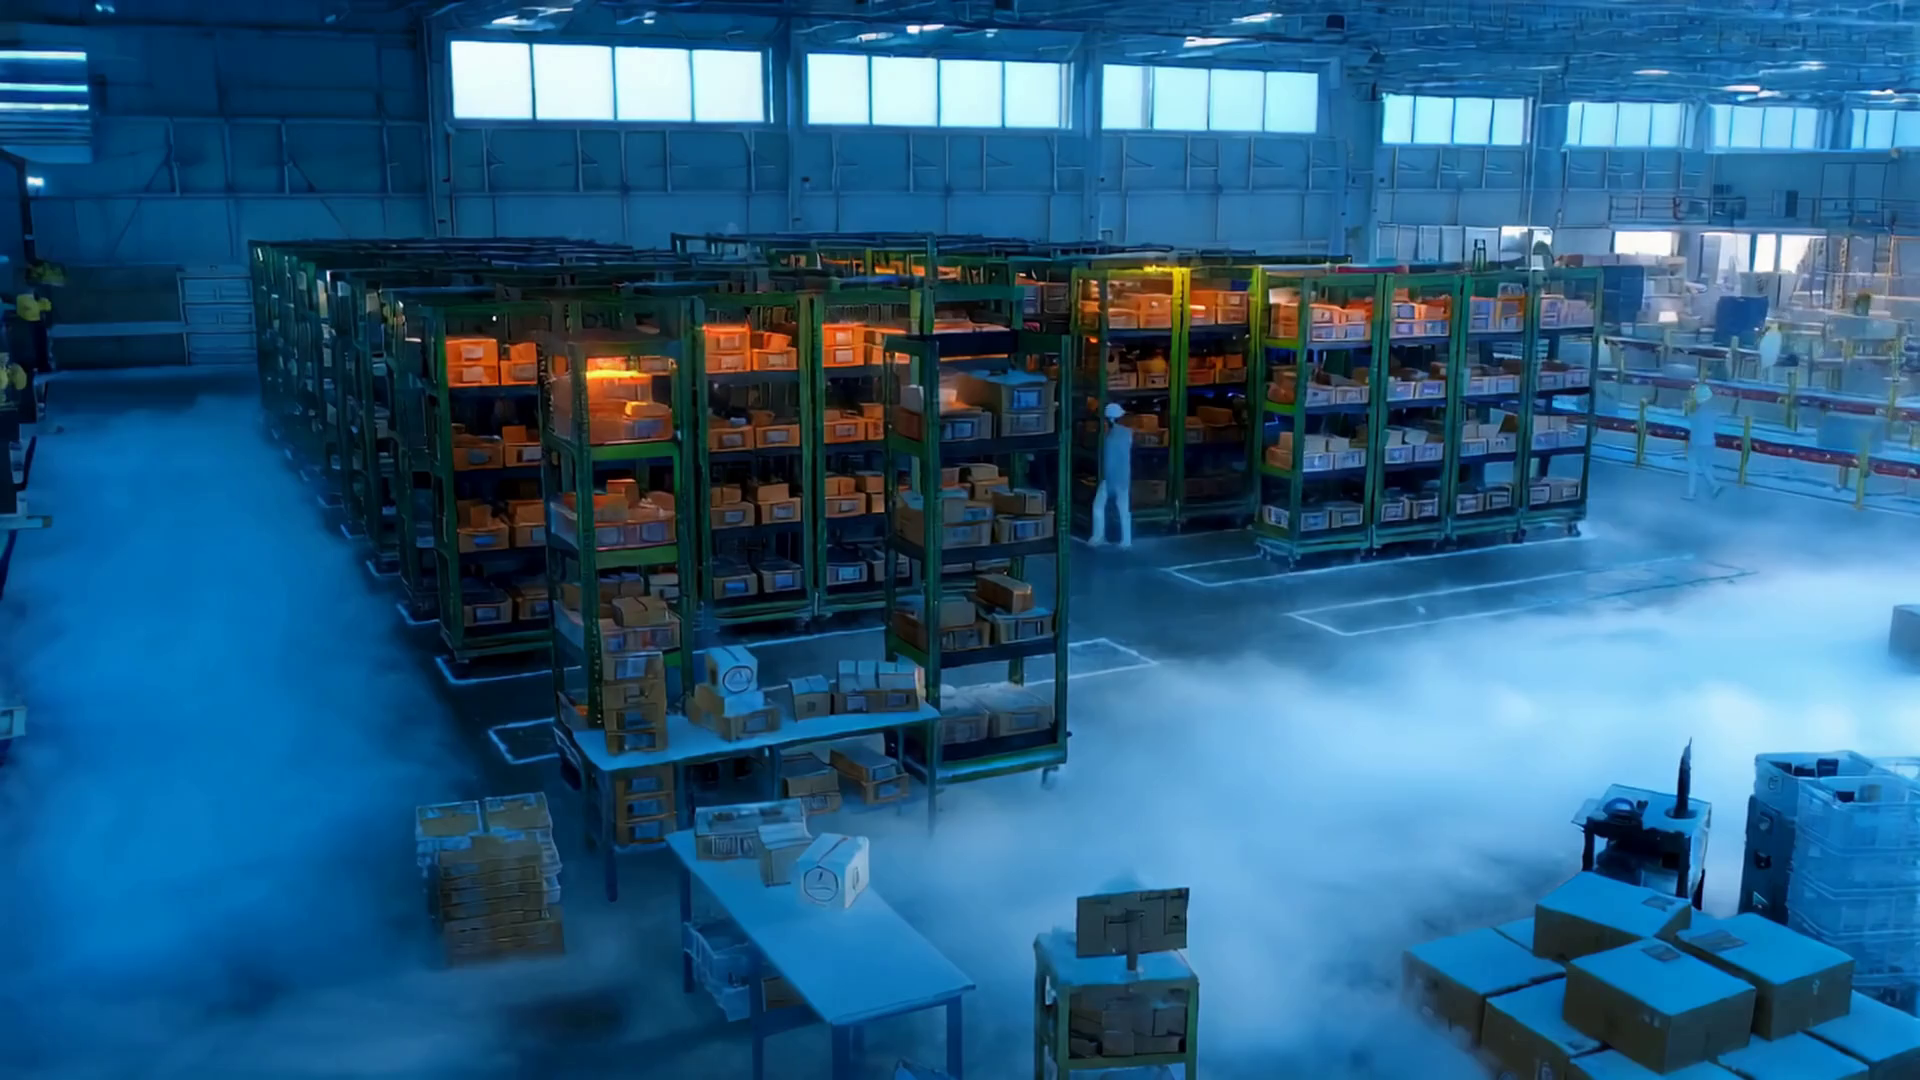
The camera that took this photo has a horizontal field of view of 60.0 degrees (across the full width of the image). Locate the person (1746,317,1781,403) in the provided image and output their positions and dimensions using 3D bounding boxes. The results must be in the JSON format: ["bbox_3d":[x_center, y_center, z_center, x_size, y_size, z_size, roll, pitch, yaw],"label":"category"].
[{"bbox_3d":[17.591,-3.896,36.087,0.743,1.881,0.668,6,14,27],"label":"person"}]

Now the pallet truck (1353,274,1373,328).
[{"bbox_3d":[13.011,-8.050,55.243,0.823,1.965,1.885,-7,14,-28],"label":"pallet truck"}]

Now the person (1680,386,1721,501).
[{"bbox_3d":[11.082,-1.422,24.801,0.541,1.751,0.533,-5,13,-23],"label":"person"}]

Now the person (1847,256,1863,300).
[{"bbox_3d":[36.651,-10.696,68.035,0.514,1.823,0.847,-9,15,-35],"label":"person"}]

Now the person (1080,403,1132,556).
[{"bbox_3d":[1.896,-0.783,21.329,0.834,1.963,0.624,10,16,39],"label":"person"}]

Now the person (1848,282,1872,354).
[{"bbox_3d":[25.105,-6.195,46.536,0.596,2.004,0.776,-7,14,-29],"label":"person"}]
